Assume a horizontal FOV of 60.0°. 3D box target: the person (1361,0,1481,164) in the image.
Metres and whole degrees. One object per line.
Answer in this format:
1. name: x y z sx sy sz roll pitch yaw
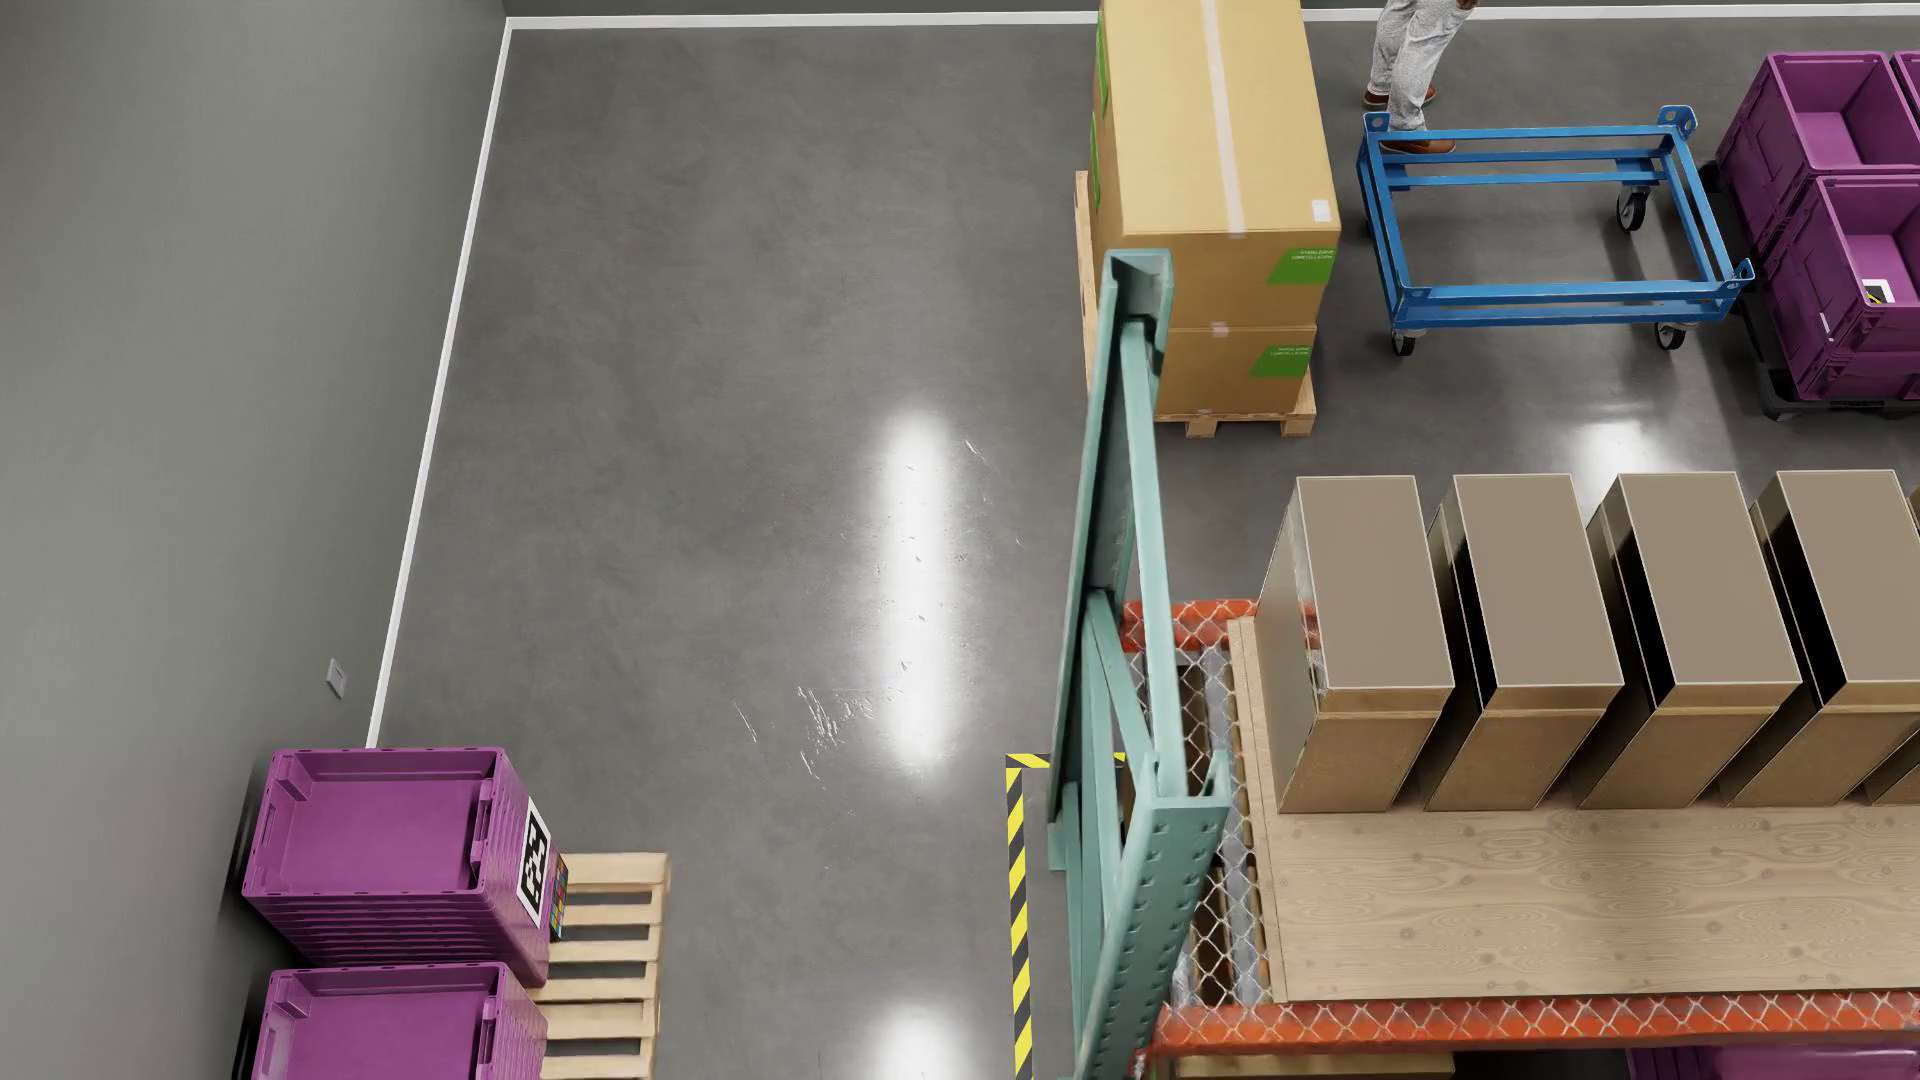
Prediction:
1. person: 1.820 -2.241 6.077 0.372 1.940 0.630 -3 58 -2
